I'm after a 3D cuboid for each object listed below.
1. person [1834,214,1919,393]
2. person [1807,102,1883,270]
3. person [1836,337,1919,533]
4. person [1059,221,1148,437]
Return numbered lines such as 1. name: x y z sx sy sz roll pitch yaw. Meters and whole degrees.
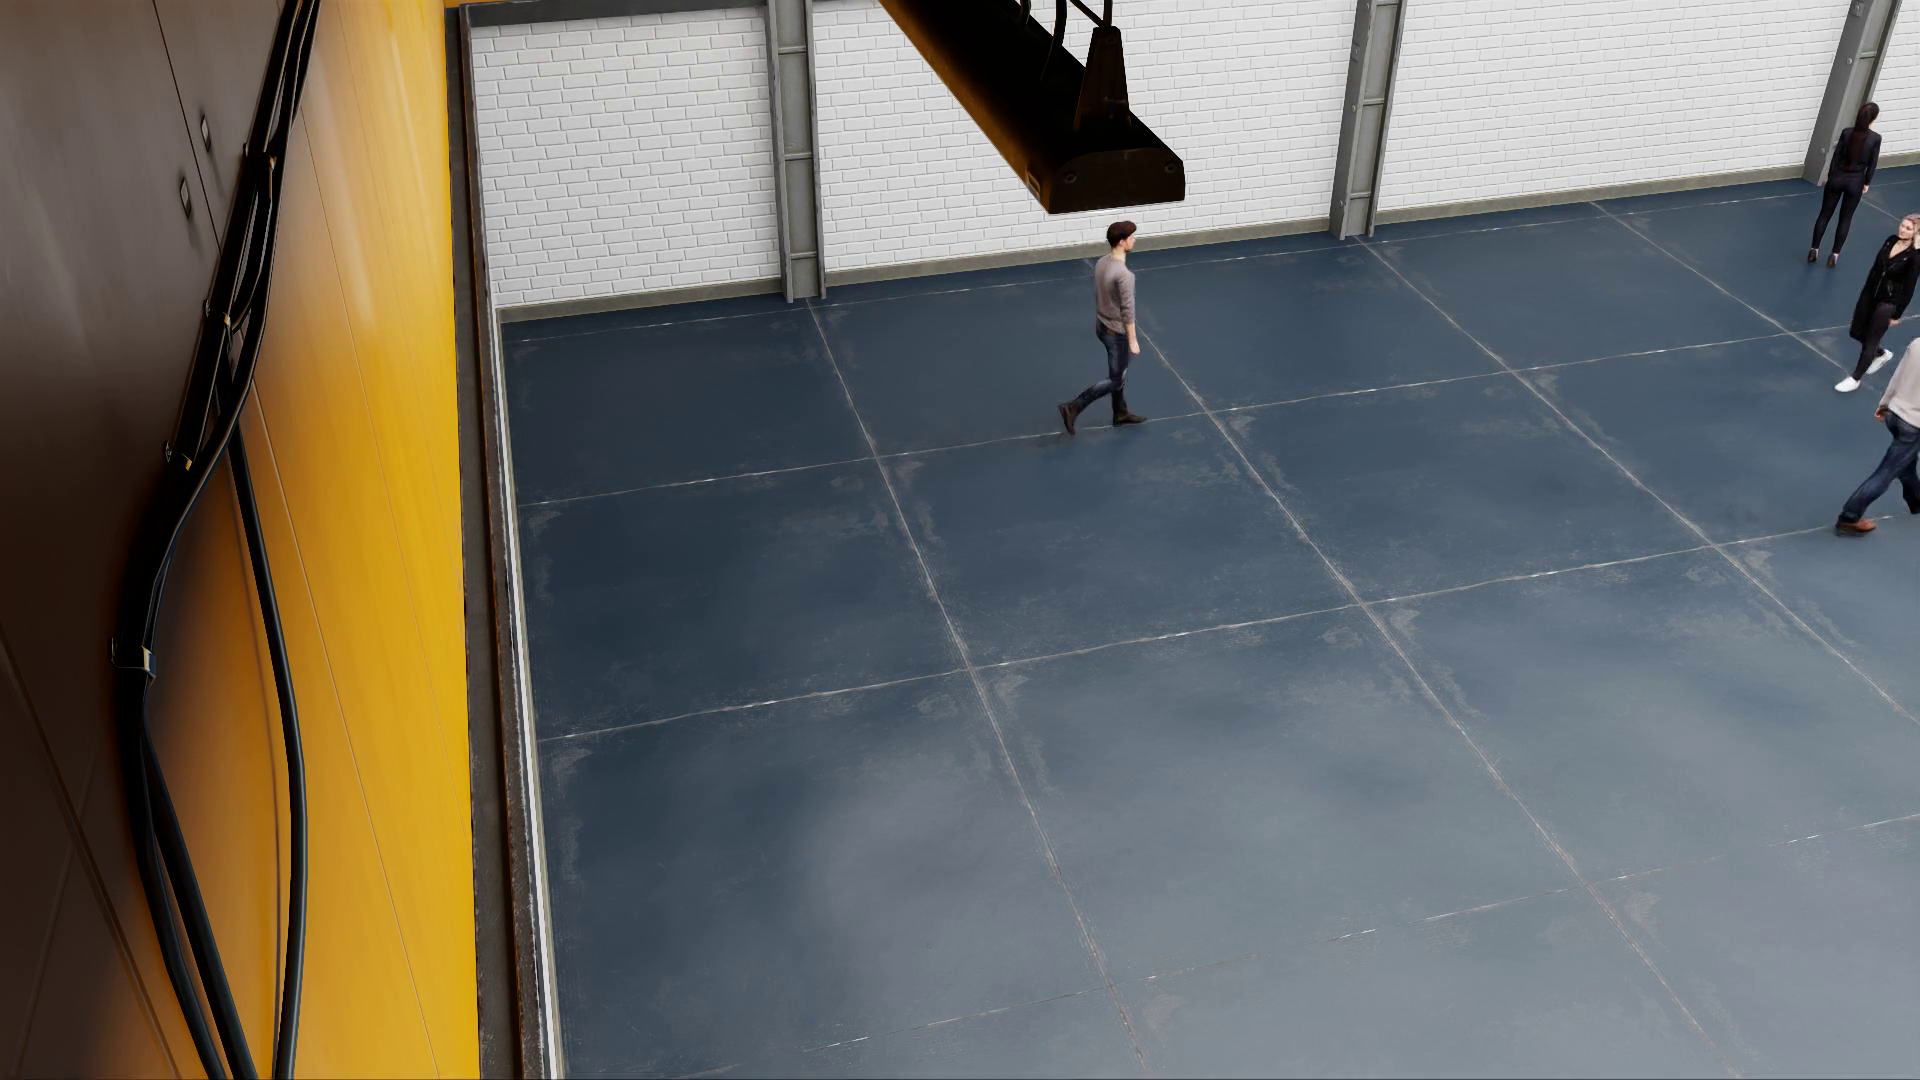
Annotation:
1. person: 8.177 -2.091 14.629 0.827 1.678 0.653 -11 35 -16
2. person: 8.989 -3.603 16.878 0.631 1.707 0.668 22 39 29
3. person: 7.141 -0.853 12.619 1.240 1.841 0.832 -5 34 -7
4. person: 1.215 -1.719 13.884 1.047 1.883 0.686 -9 35 -14
